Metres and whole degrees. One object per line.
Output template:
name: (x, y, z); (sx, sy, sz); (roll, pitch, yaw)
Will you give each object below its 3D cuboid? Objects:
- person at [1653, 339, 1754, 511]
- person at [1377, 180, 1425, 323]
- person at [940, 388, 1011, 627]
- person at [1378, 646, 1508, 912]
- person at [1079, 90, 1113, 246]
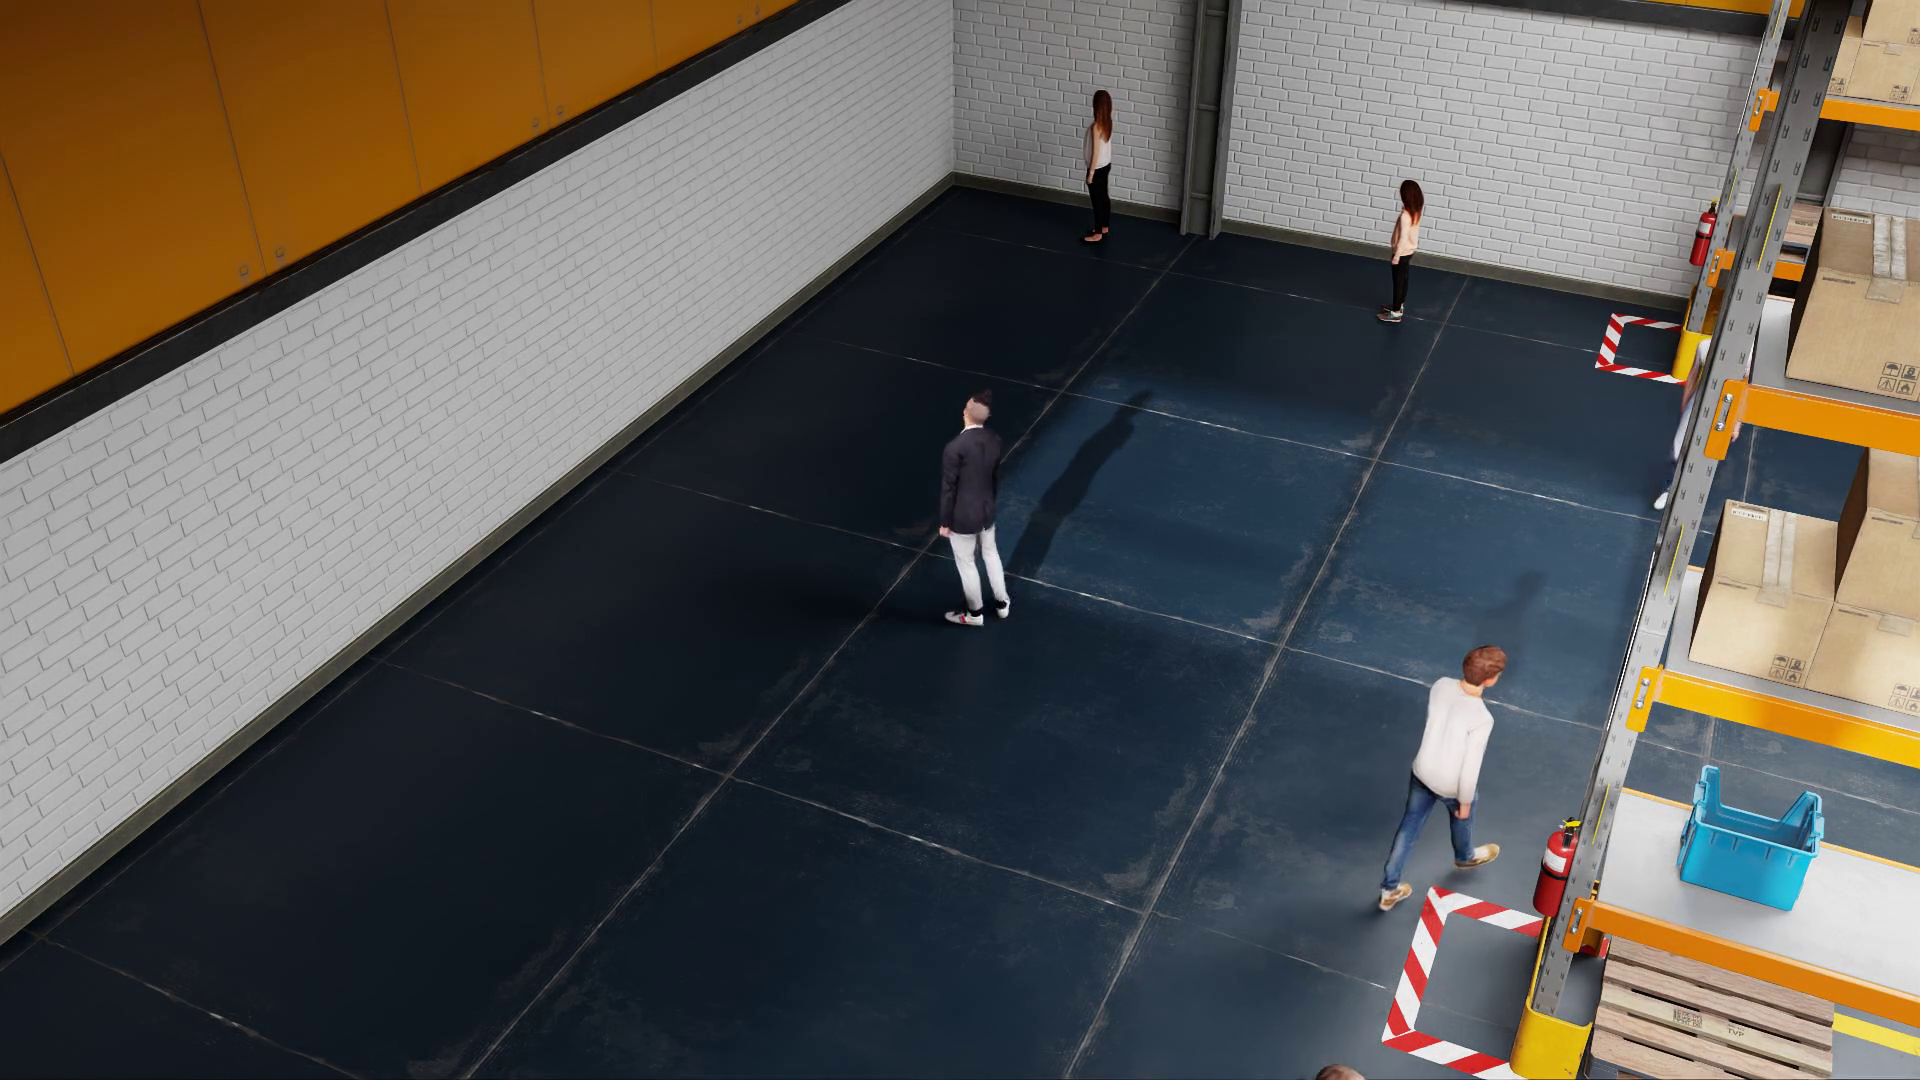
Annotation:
person: (6.156, -1.062, 13.598); (0.611, 1.838, 0.752); (19, 38, 26)
person: (4.447, -2.910, 16.700); (0.504, 1.483, 0.562); (16, 37, 22)
person: (0.072, -0.204, 12.233); (0.801, 1.922, 0.860); (18, 38, 25)
person: (2.791, 1.452, 9.815); (1.178, 1.840, 1.219); (-19, 38, -26)
person: (1.535, -4.096, 18.268); (0.494, 1.722, 0.566); (16, 37, 22)
